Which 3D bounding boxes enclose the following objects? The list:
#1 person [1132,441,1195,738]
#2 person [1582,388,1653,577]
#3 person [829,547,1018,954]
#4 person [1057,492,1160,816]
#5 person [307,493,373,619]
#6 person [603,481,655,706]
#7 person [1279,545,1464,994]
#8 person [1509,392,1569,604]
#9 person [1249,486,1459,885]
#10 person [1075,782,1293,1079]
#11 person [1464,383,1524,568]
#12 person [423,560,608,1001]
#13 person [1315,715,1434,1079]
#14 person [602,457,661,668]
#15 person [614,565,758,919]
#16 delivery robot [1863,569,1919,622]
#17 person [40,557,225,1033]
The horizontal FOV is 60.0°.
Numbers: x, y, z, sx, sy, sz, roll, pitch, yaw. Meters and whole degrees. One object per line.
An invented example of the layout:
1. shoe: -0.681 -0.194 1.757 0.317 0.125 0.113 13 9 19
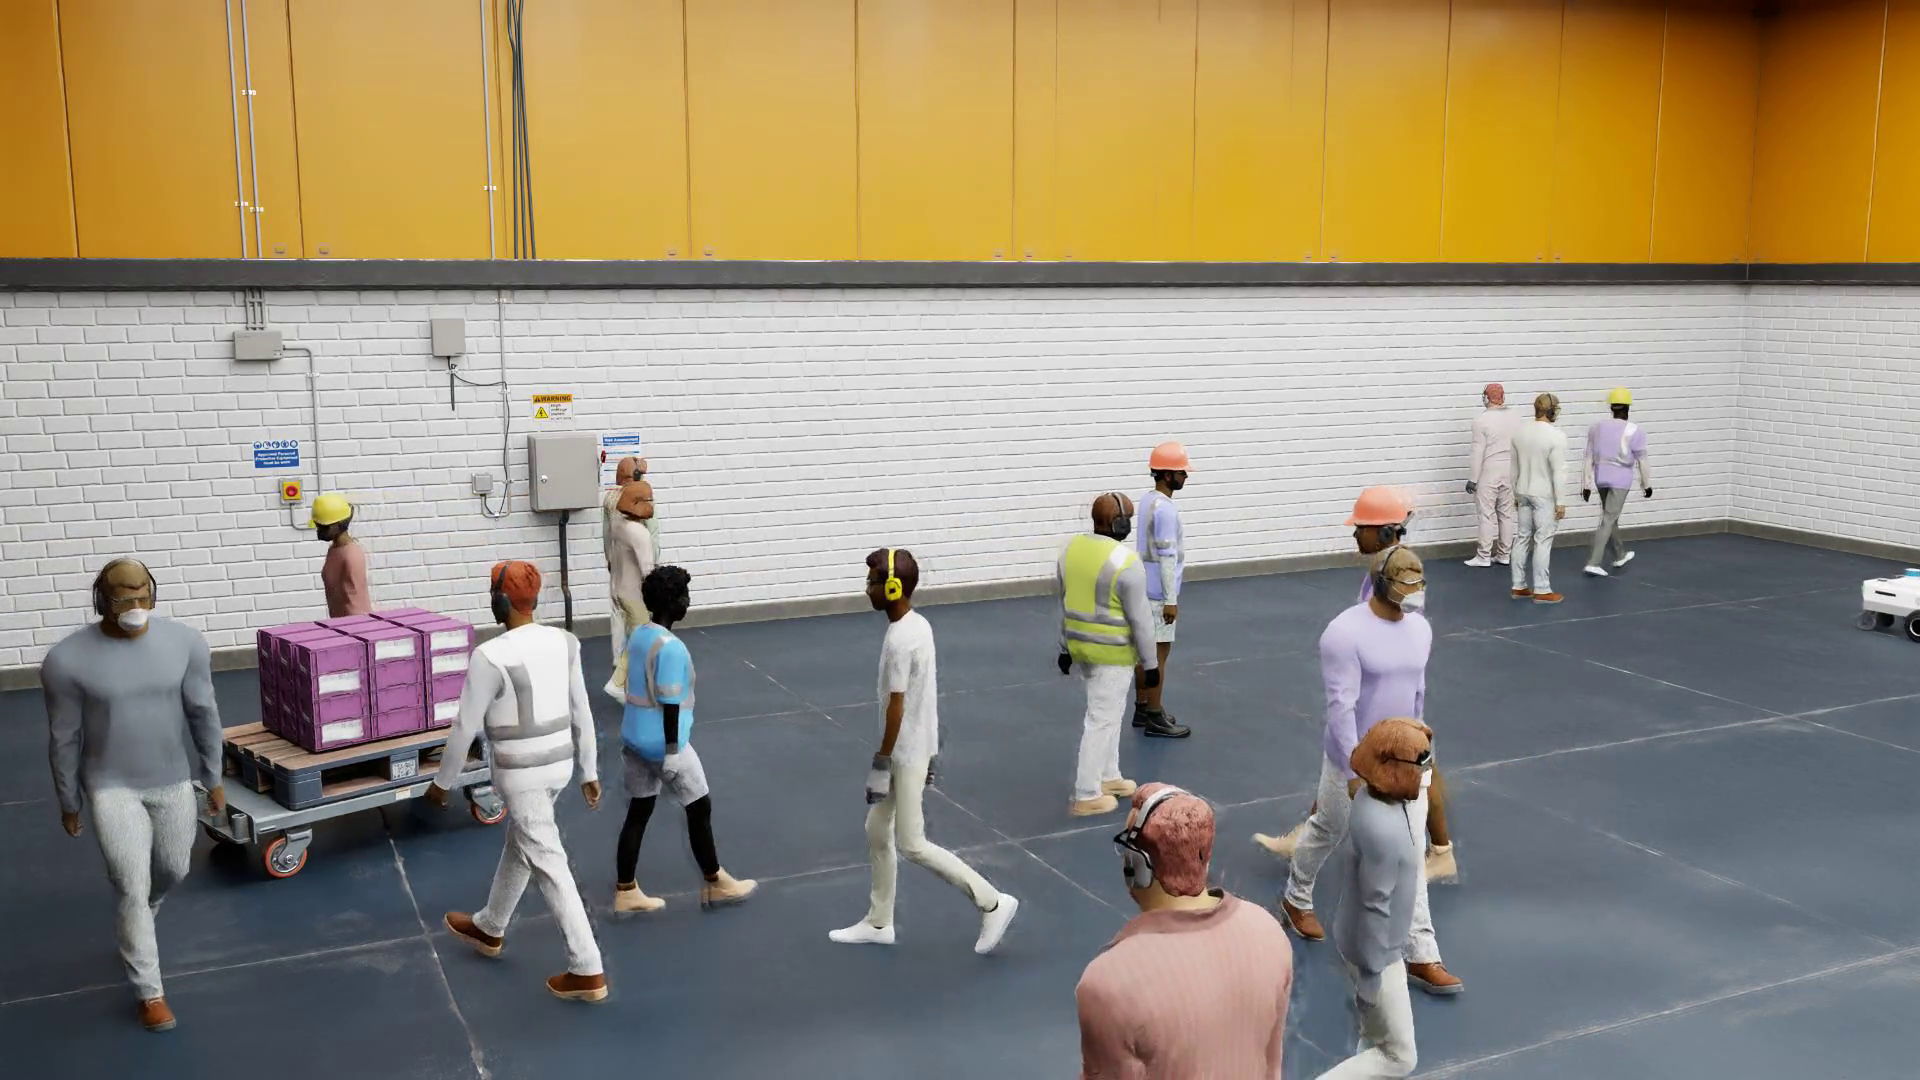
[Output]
1. person: 1.335 0.319 10.909 0.379 1.937 0.548 -1 9 -8
2. person: 6.585 -0.583 16.723 1.050 1.870 0.588 -6 11 -34
3. person: -0.165 0.943 7.354 0.788 1.843 0.509 0 9 0
4. person: 0.895 0.631 9.335 0.694 1.817 0.647 -6 11 -34
5. person: -3.647 0.549 10.138 0.728 1.728 0.570 -6 11 -31
6. person: -2.196 0.403 11.366 0.349 1.619 0.520 -5 11 -30
7. person: 1.784 0.942 7.257 0.639 1.889 1.058 -4 10 -25
8. person: 5.318 -0.387 15.285 0.352 1.937 0.635 -4 10 -26
9. person: 2.006 0.729 8.199 1.041 1.986 0.613 0 9 -1
10. person: 0.537 1.490 3.866 0.658 1.871 0.951 -7 11 -36
11. person: 5.465 -0.662 17.117 0.640 1.901 0.401 -4 10 -25
12. person: -1.868 0.994 7.055 1.012 1.822 0.586 4 10 25
13. person: 1.317 1.354 5.479 0.453 1.616 0.503 1 9 7
14. person: -2.498 0.183 12.686 0.523 1.636 0.311 5 11 30
15. person: -1.322 0.940 7.866 0.778 1.661 0.548 -6 11 -32
16. delivery robot: 7.933 0.482 13.870 0.477 0.478 0.707 -5 11 -29
17. person: -3.418 0.988 6.877 0.638 1.912 0.841 -8 12 -39
